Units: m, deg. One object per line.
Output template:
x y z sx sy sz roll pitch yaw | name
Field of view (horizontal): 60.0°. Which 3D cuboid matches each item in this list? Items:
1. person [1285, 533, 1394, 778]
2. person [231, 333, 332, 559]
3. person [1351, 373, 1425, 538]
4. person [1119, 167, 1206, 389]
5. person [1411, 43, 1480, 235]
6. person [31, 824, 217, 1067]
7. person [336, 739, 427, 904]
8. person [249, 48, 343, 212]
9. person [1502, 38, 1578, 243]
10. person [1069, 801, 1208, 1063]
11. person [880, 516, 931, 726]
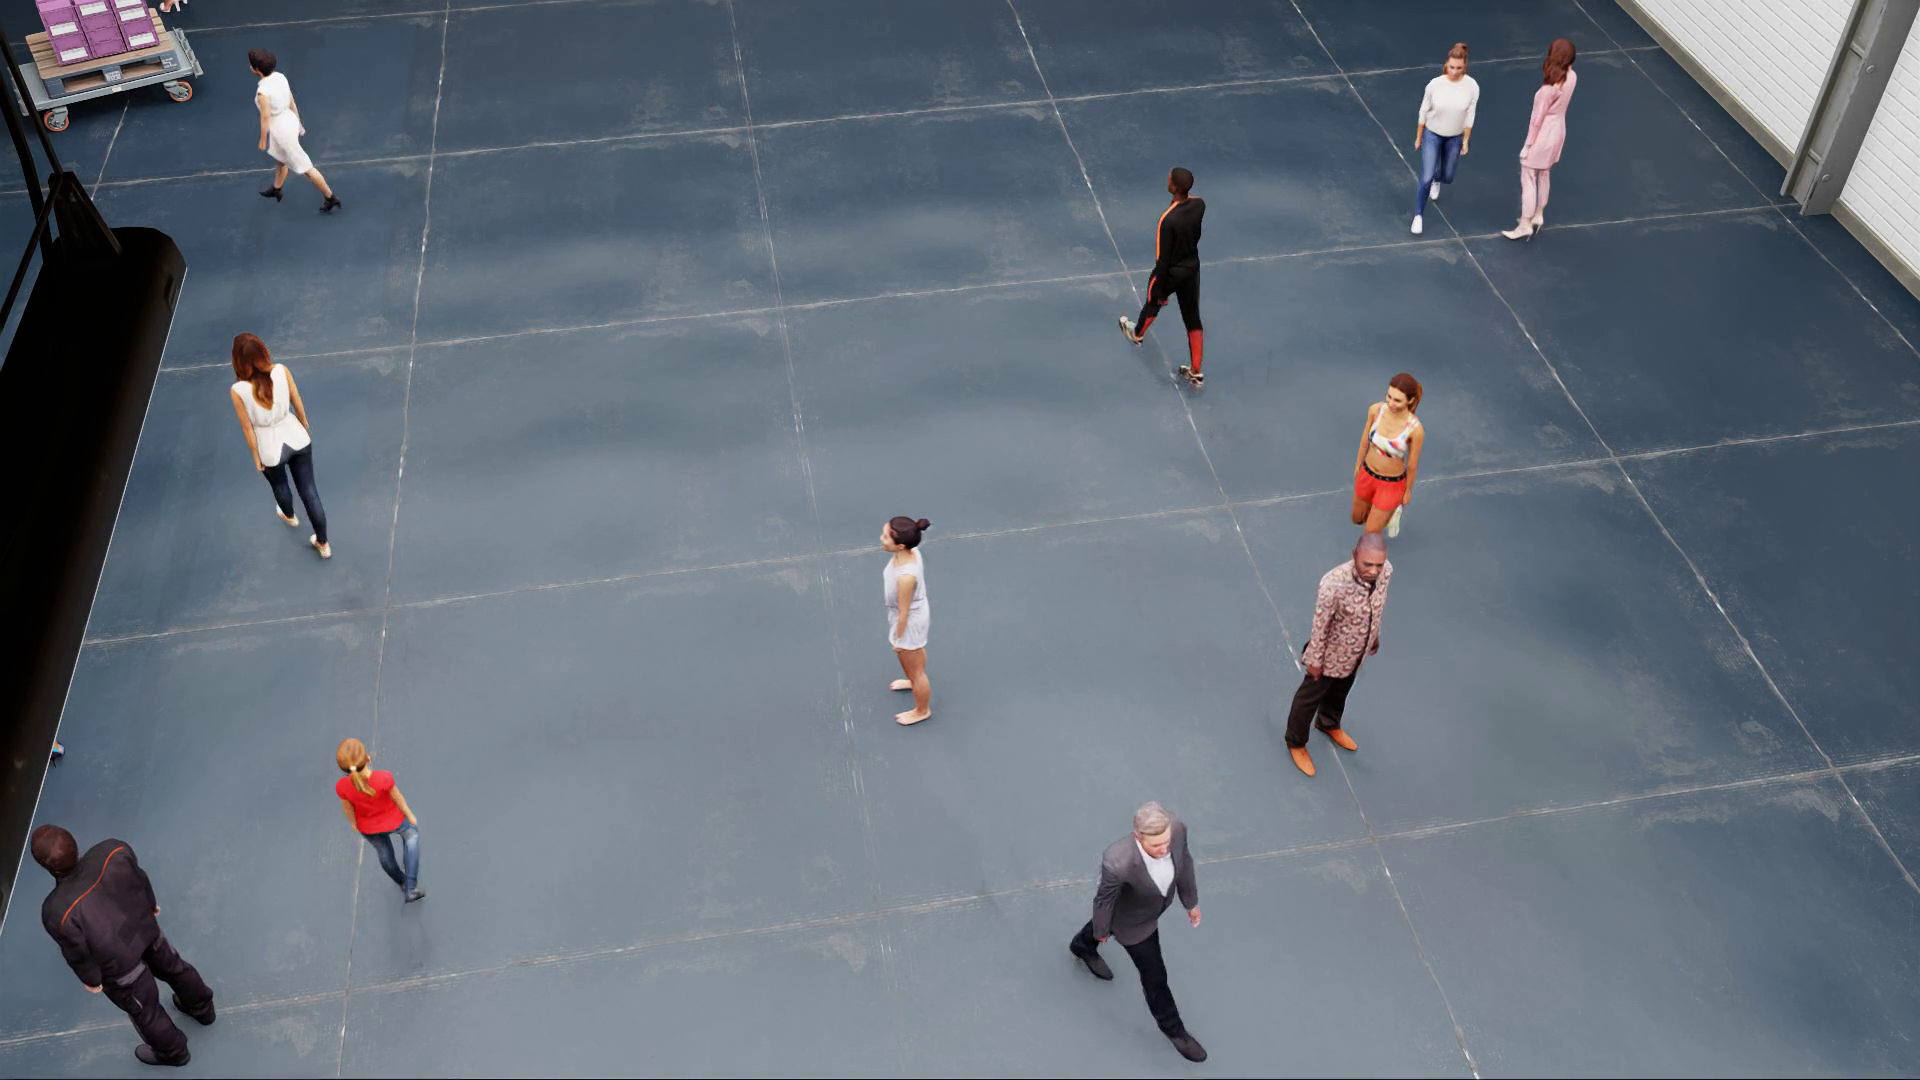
2.250 0.616 9.858 0.758 1.808 0.726 -22 48 -22 | person
-4.495 -0.575 11.146 0.882 1.756 1.024 -30 51 -28 | person
2.827 -0.421 10.969 0.965 1.776 0.968 31 51 28 | person
1.708 -1.950 12.591 0.934 1.754 1.280 -22 48 -21 | person
4.127 -3.471 14.221 0.814 1.707 0.990 9 44 9 | person
-4.204 2.027 8.355 0.857 1.839 0.701 12 45 13 | person
-3.195 1.598 9.192 0.499 1.305 0.590 -8 44 -8 | person
-5.763 -3.496 14.390 0.784 1.509 0.995 4 44 4 | person
4.944 -3.364 14.046 0.734 1.794 0.702 34 53 30 | person
0.867 1.856 8.582 1.300 1.774 1.162 33 53 30 | person
-0.311 0.466 10.160 0.621 1.610 0.453 -5 44 -5 | person
